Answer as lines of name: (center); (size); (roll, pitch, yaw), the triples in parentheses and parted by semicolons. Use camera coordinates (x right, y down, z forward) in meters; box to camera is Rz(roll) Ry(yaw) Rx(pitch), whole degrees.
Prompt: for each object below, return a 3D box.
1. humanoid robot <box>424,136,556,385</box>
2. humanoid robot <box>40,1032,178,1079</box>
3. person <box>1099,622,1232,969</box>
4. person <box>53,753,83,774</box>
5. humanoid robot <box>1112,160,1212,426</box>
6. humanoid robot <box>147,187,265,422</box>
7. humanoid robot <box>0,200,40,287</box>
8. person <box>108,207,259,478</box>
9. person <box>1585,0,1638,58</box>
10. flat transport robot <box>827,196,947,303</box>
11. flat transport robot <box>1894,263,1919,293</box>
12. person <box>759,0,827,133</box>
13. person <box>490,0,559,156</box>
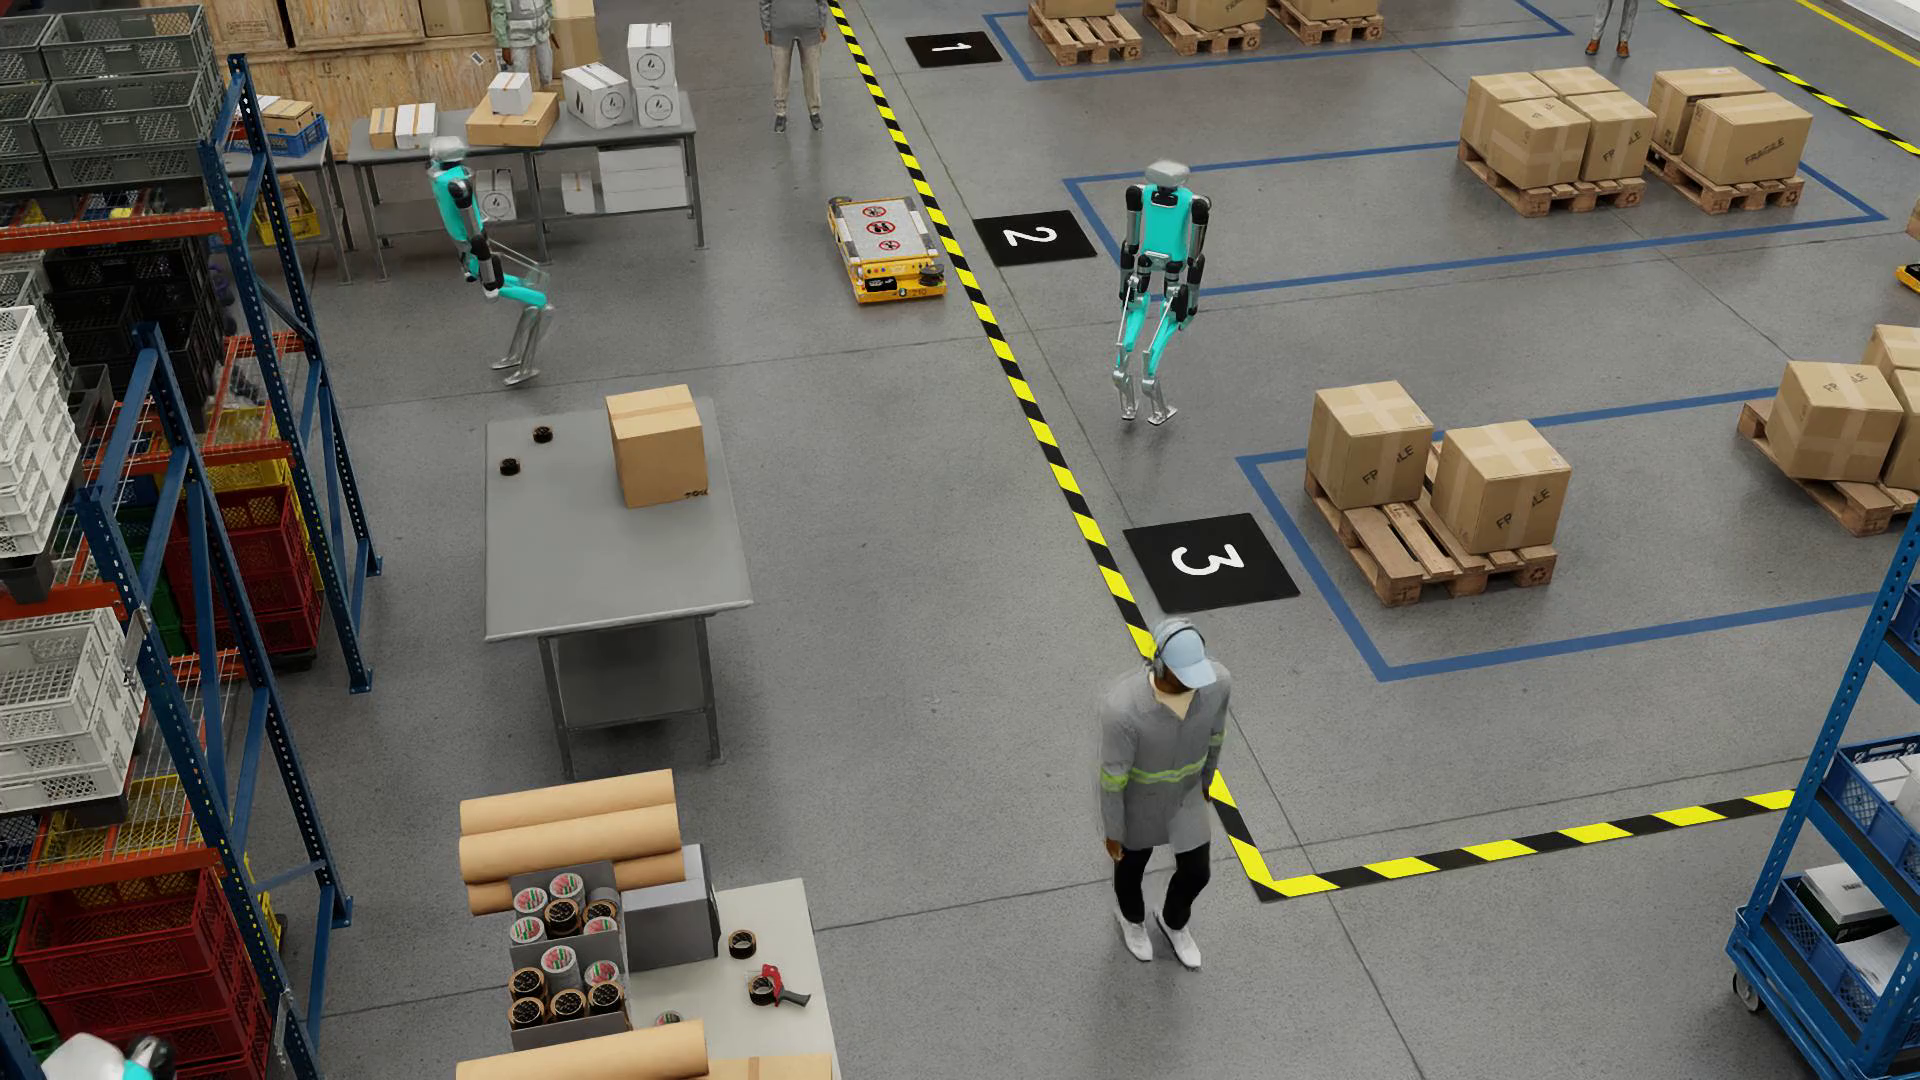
humanoid robot: (-2.938, -1.828, 10.693); (0.741, 1.687, 0.531); (-22, 42, -27)
humanoid robot: (-2.814, 2.203, 5.433); (0.823, 1.881, 0.538); (11, 38, 15)
person: (0.840, 1.088, 6.777); (0.596, 1.837, 0.542); (-11, 38, -14)
person: (-4.635, 0.371, 7.624); (0.976, 1.994, 0.610); (-5, 37, -6)
humanoid robot: (1.140, -1.428, 10.134); (0.533, 1.673, 0.735); (17, 40, 22)
humanoid robot: (-4.677, -1.479, 10.374); (0.370, 1.641, 0.618); (-21, 41, -25)
humanoid robot: (-6.154, -1.783, 10.769); (0.388, 1.655, 0.591); (-21, 42, -26)
person: (-4.667, -1.102, 9.769); (0.940, 1.766, 0.588); (-9, 38, -12)
person: (6.288, -5.479, 15.565); (0.587, 1.884, 0.361); (10, 38, 14)
flat transport robot: (-0.570, -2.220, 12.538); (0.659, 0.231, 1.431); (-8, 37, -10)
flat transport robot: (7.677, -1.935, 12.131); (1.431, 0.197, 0.652); (-8, 37, -10)
person: (-1.406, -4.346, 14.138); (0.572, 1.766, 0.397); (-6, 37, -8)
person: (-3.574, -4.170, 13.764); (0.411, 1.939, 0.606); (25, 43, 29)
